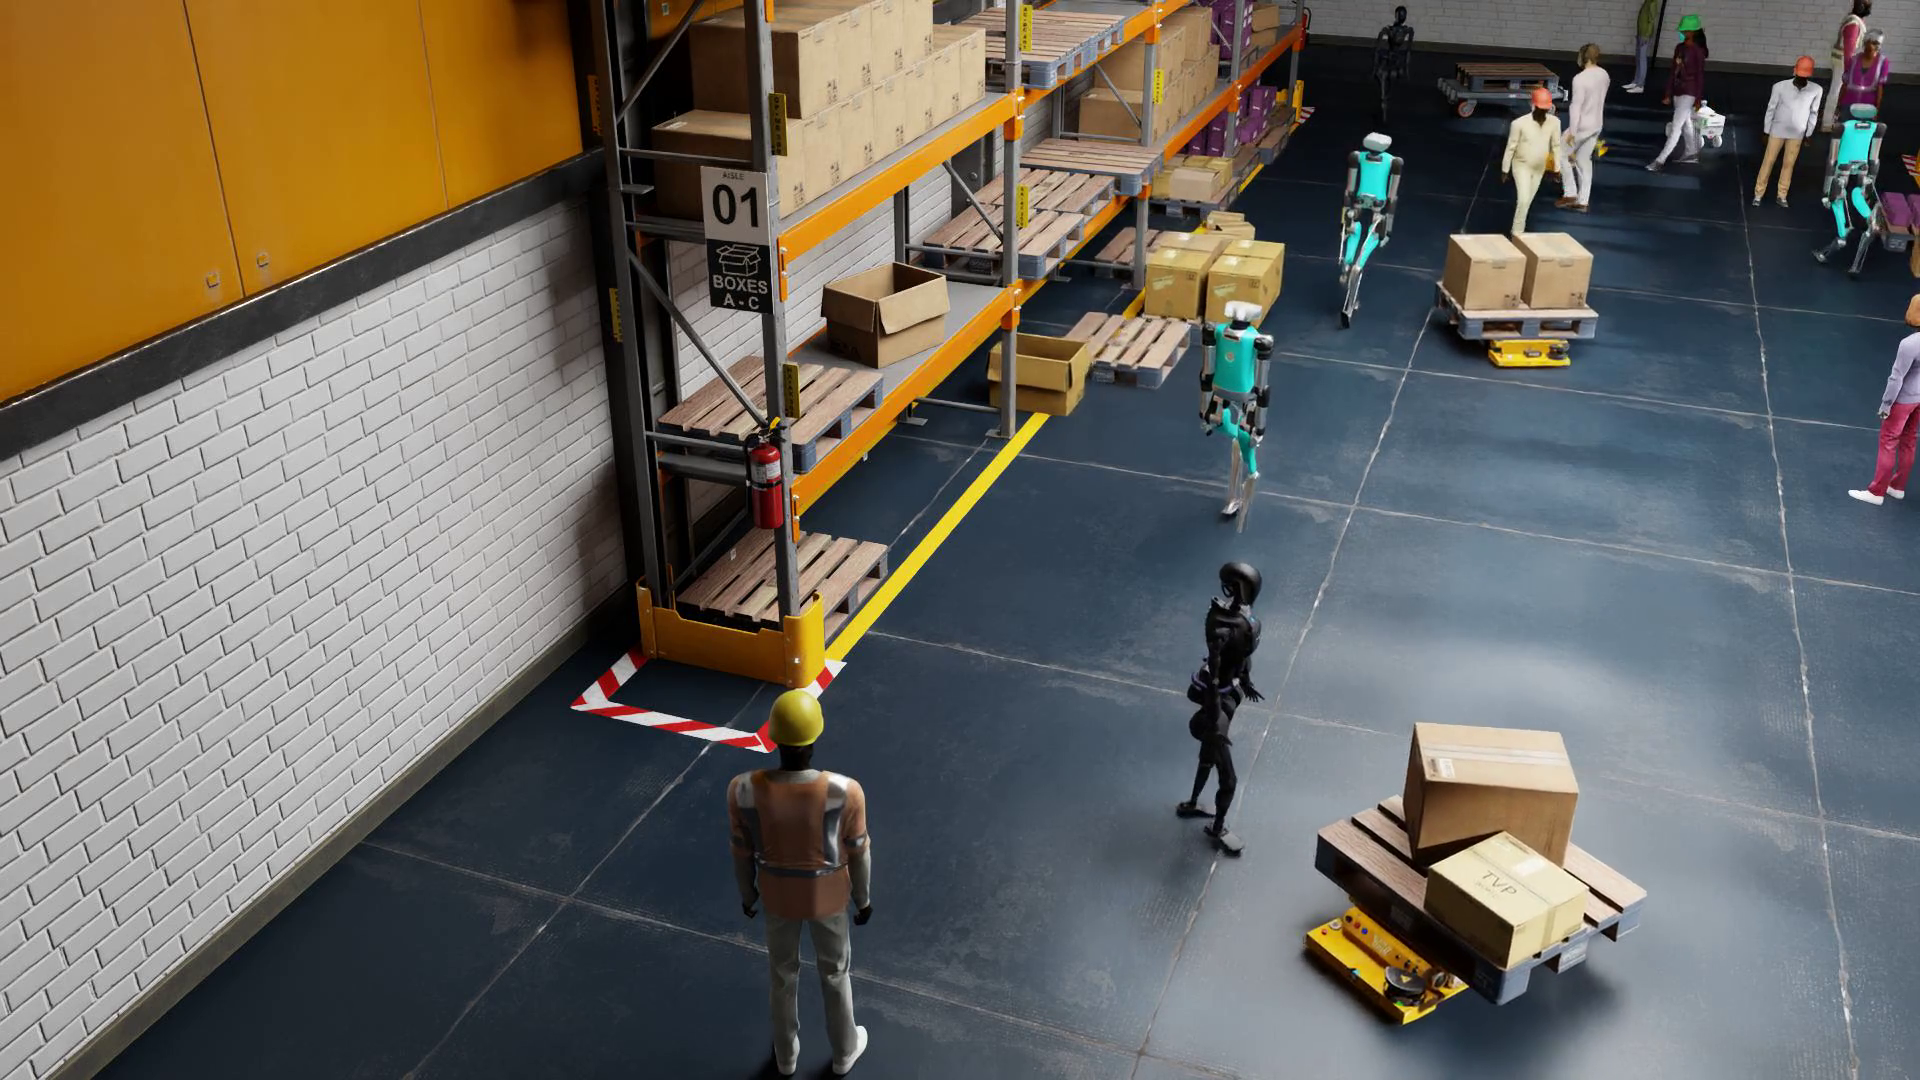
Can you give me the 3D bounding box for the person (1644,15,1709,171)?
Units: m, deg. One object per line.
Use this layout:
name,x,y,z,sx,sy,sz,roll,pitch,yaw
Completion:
person,9.099,-5.629,20.903,0.931,1.899,0.532,-8,28,-15

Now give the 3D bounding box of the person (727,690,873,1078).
person,-0.663,1.483,7.065,0.585,1.928,0.367,2,27,4

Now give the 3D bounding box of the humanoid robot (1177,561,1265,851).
humanoid robot,1.367,0.820,8.623,0.460,1.647,0.599,13,30,24

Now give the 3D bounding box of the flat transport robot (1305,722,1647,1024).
flat transport robot,2.455,1.852,8.158,1.431,0.231,0.659,-16,31,-28

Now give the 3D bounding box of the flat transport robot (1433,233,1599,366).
flat transport robot,5.138,-1.952,15.536,0.659,0.231,1.431,-1,27,-1

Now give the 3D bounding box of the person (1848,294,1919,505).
person,6.973,-1.036,12.280,0.497,1.628,0.289,-14,30,-25

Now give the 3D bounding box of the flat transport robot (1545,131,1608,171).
flat transport robot,7.777,-5.005,21.459,0.659,0.231,1.431,21,34,35

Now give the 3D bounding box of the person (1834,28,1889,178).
person,11.106,-5.397,20.536,0.513,1.817,0.874,16,31,28

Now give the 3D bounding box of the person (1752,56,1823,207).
person,9.642,-4.751,19.356,0.563,1.741,0.345,8,28,15

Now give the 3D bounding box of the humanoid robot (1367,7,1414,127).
humanoid robot,5.932,-6.547,22.977,0.609,1.617,0.775,-7,28,-12

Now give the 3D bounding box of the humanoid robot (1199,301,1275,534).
humanoid robot,2.044,-0.902,11.927,0.541,1.807,0.794,18,32,31

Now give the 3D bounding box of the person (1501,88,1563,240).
person,6.173,-3.975,17.863,0.582,1.721,0.719,-6,28,-12

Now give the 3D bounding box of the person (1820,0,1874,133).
person,12.063,-6.429,22.516,0.532,1.830,0.651,15,31,26

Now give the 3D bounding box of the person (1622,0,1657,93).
person,10.219,-7.539,24.882,0.267,1.631,0.506,4,28,9

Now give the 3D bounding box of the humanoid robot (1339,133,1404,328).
humanoid robot,3.769,-2.904,15.808,0.542,1.770,0.955,15,31,27

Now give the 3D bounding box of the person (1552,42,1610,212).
person,7.147,-4.722,19.119,0.699,1.914,0.484,-21,34,-35

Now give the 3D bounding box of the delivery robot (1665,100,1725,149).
delivery robot,9.875,-5.577,22.260,0.499,0.598,0.802,-6,28,-11

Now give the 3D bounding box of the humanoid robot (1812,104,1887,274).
humanoid robot,9.171,-3.515,17.013,0.536,1.744,1.052,0,27,1
